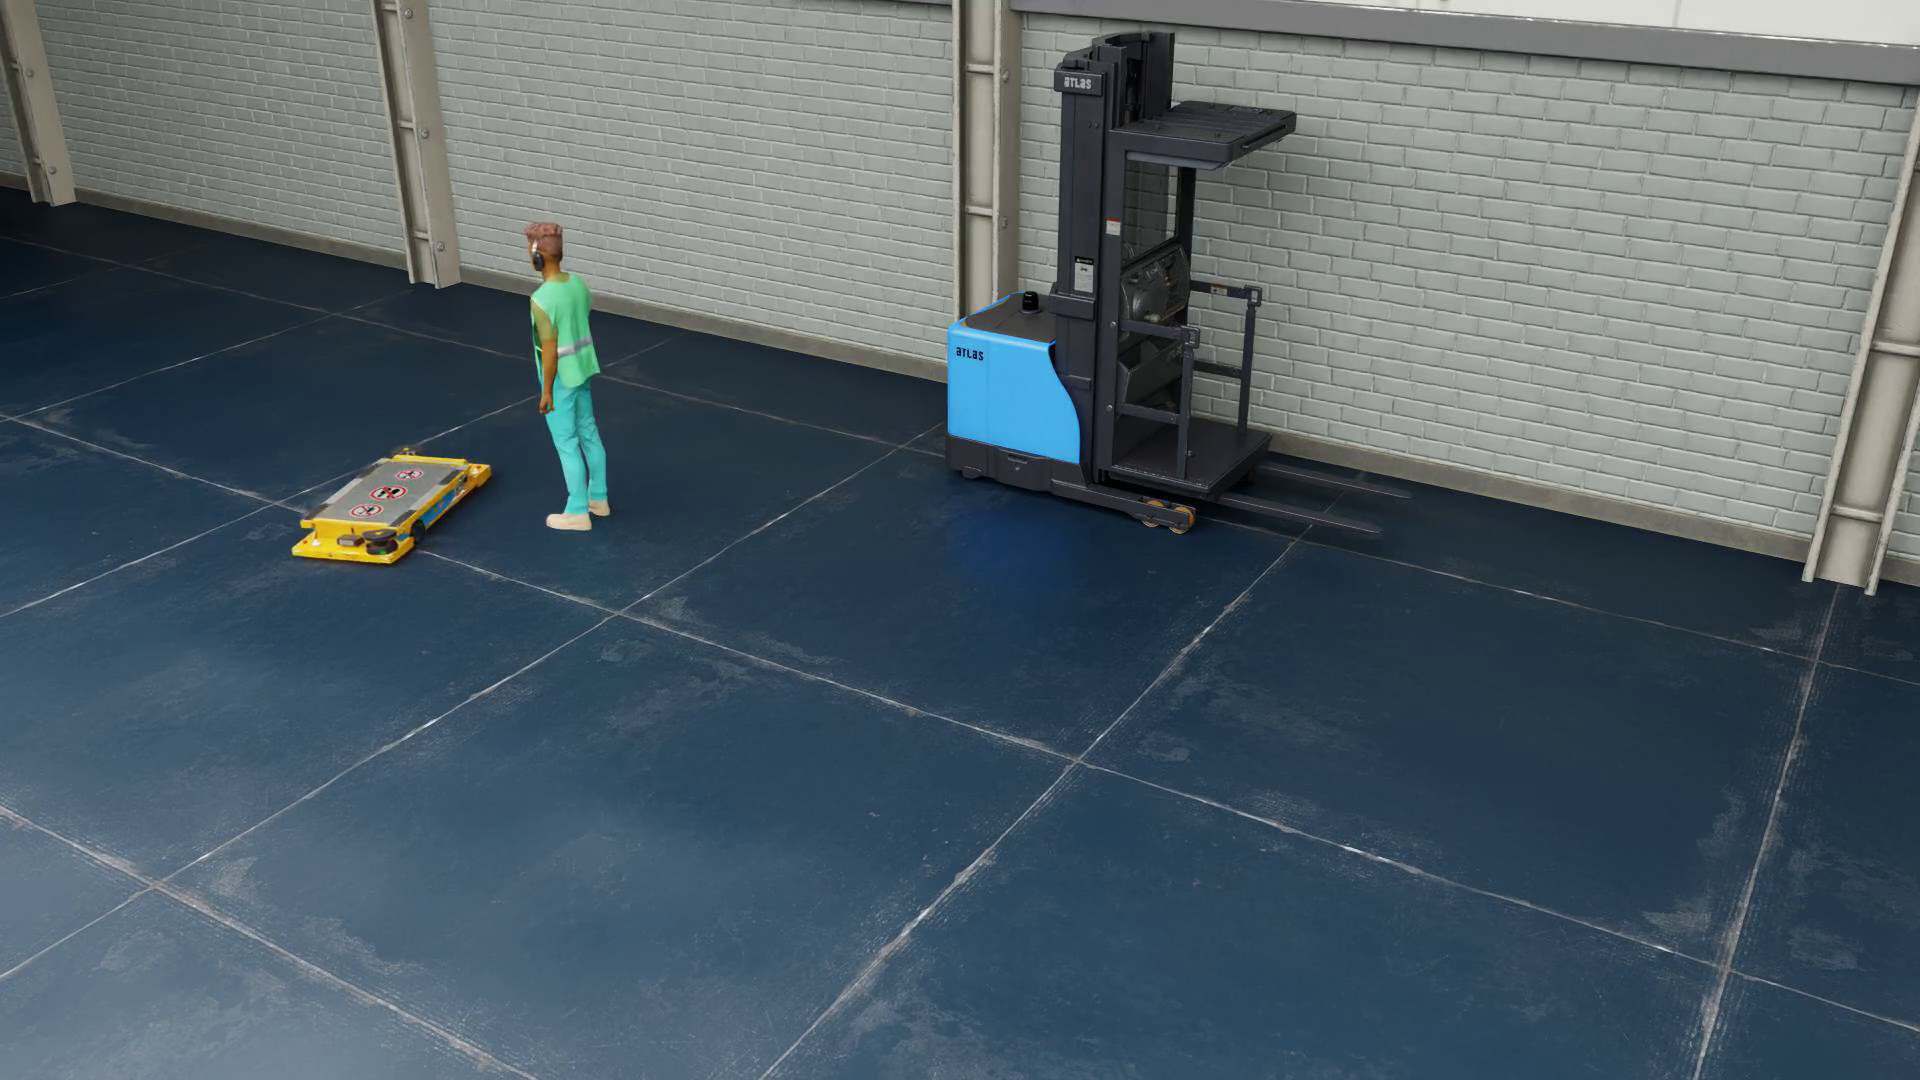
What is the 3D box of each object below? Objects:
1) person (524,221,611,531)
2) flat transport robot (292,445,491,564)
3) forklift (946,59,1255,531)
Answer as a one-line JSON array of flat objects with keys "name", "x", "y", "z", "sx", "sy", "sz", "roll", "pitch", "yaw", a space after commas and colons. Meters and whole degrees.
[{"name": "person", "x": -2.452, "y": -1.012, "z": 10.401, "sx": 0.385, "sy": 1.977, "sz": 0.489, "roll": 9, "pitch": 27, "yaw": 18}, {"name": "flat transport robot", "x": -3.652, "y": -0.239, "z": 10.765, "sx": 0.659, "sy": 0.231, "sz": 1.431, "roll": 4, "pitch": 26, "yaw": 9}, {"name": "forklift", "x": 0.933, "y": -1.707, "z": 10.833, "sx": 1.873, "sy": 2.768, "sz": 1.129, "roll": 15, "pitch": 29, "yaw": 28}]
